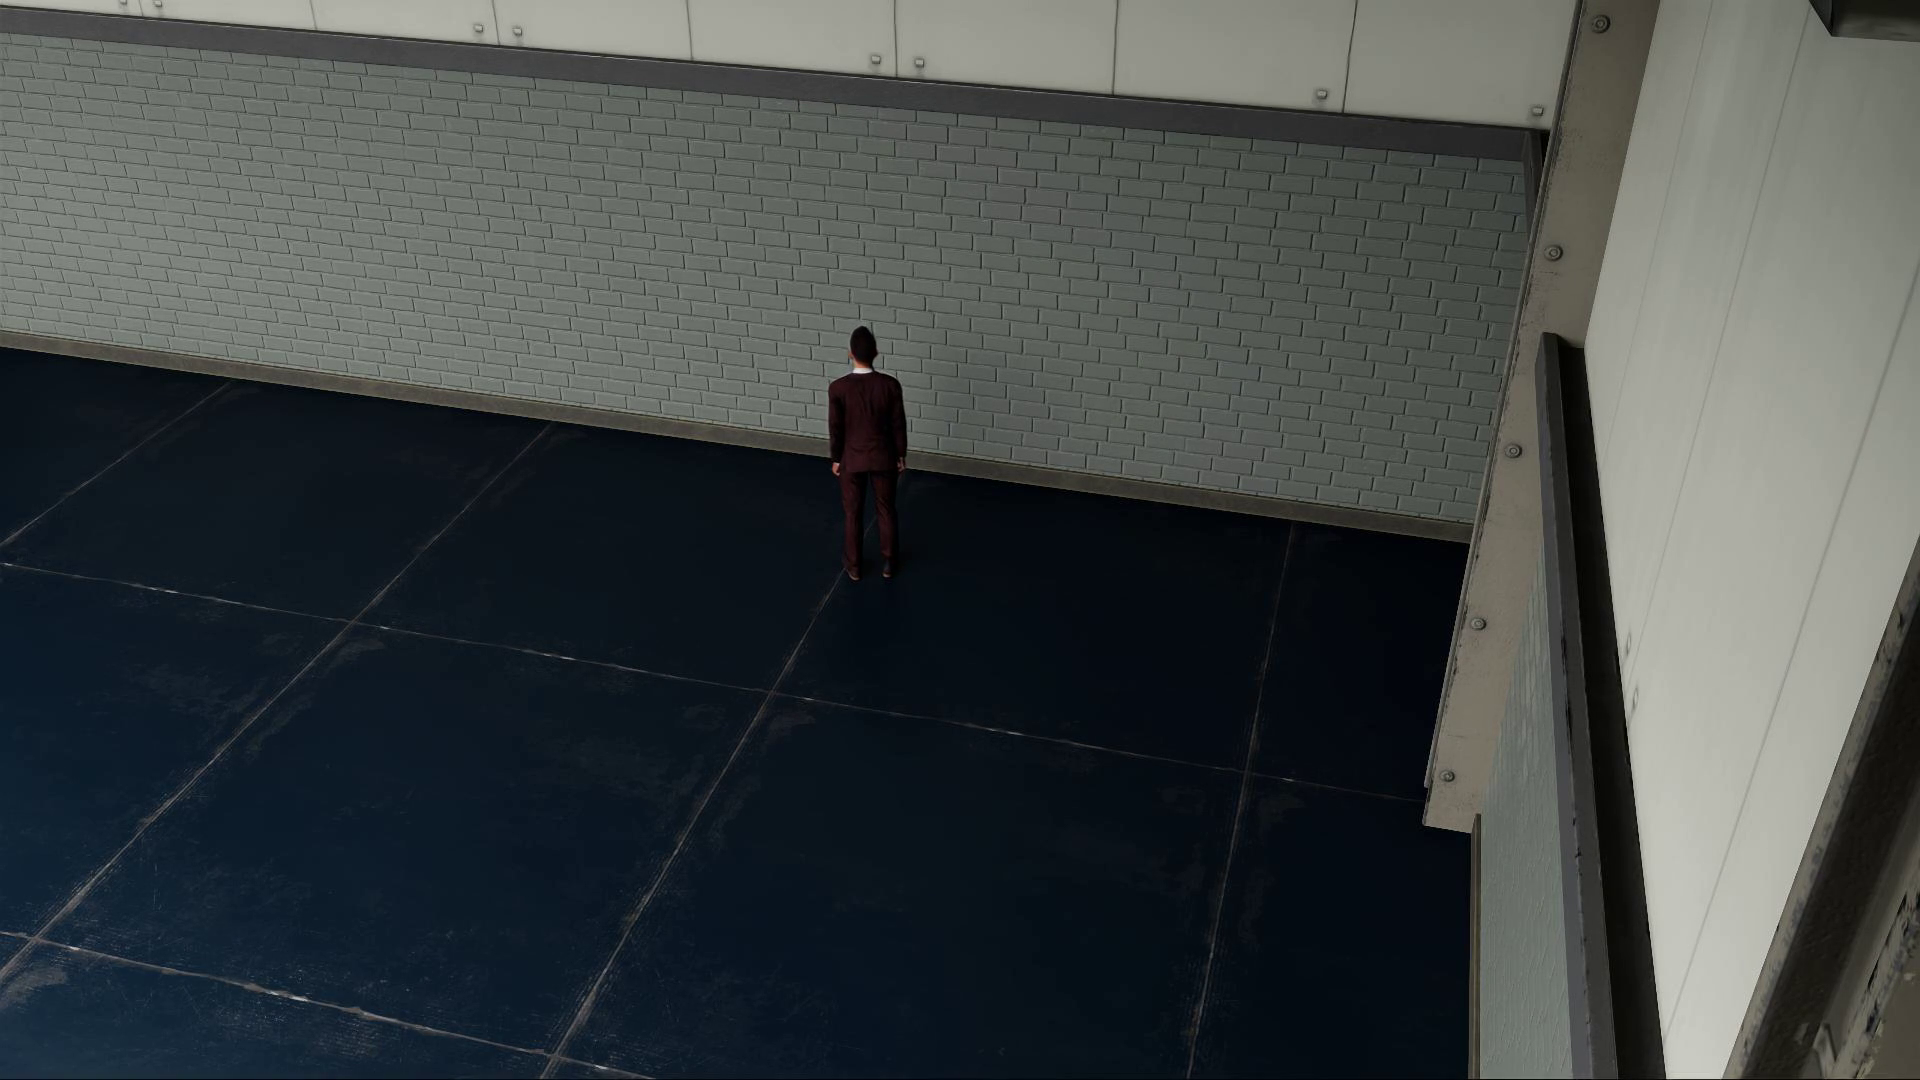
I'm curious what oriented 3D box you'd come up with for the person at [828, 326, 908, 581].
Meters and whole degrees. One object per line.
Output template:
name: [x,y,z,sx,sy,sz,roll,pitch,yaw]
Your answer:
person: [-0.618,-0.567,11.213,0.769,1.868,0.751,-5,33,-7]
